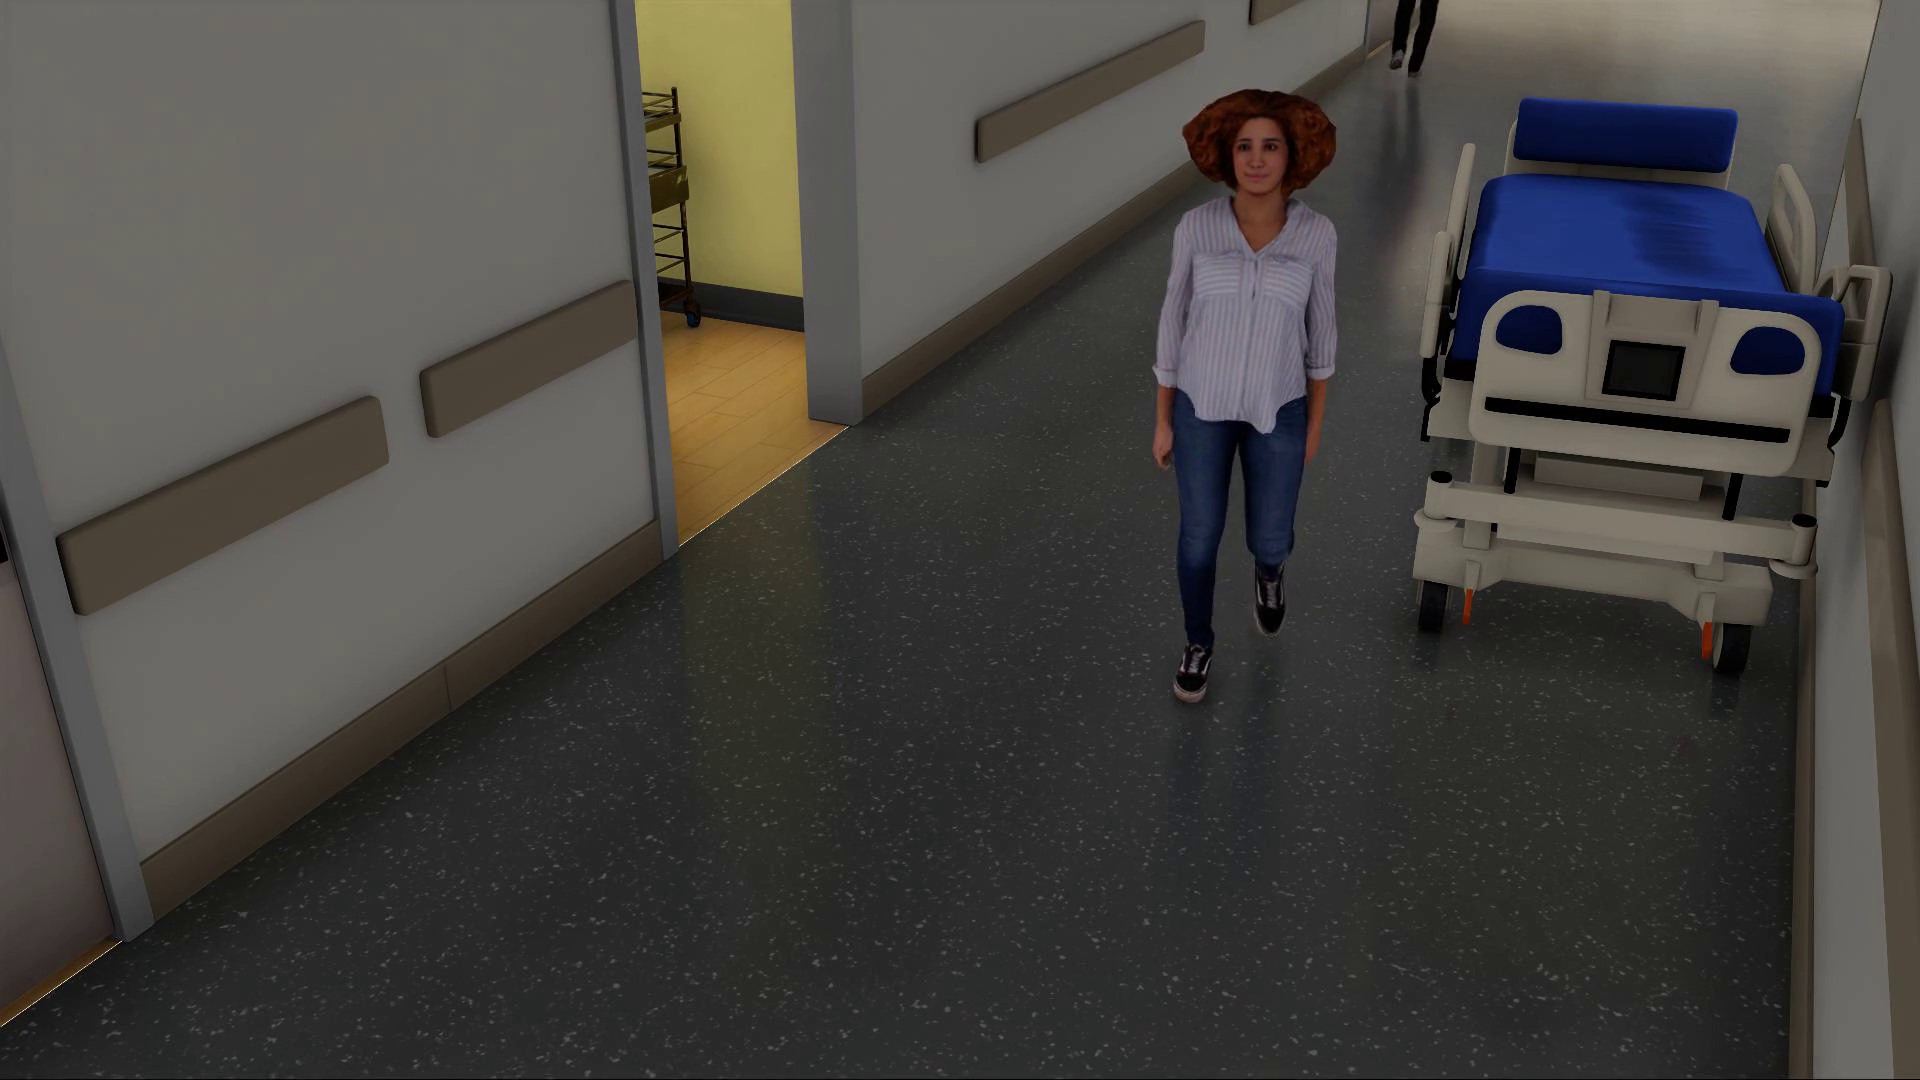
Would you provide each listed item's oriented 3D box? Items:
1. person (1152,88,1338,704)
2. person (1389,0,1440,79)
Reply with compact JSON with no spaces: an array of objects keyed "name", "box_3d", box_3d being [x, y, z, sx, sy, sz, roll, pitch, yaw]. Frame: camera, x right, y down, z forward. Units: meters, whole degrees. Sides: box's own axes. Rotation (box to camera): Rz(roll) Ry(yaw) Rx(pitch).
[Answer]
[{"name":"person","box_3d":[0.786,-0.400,4.615,0.769,1.692,0.771,7,27,14]},{"name":"person","box_3d":[3.657,-4.527,13.113,0.580,1.746,0.704,9,27,18]}]
